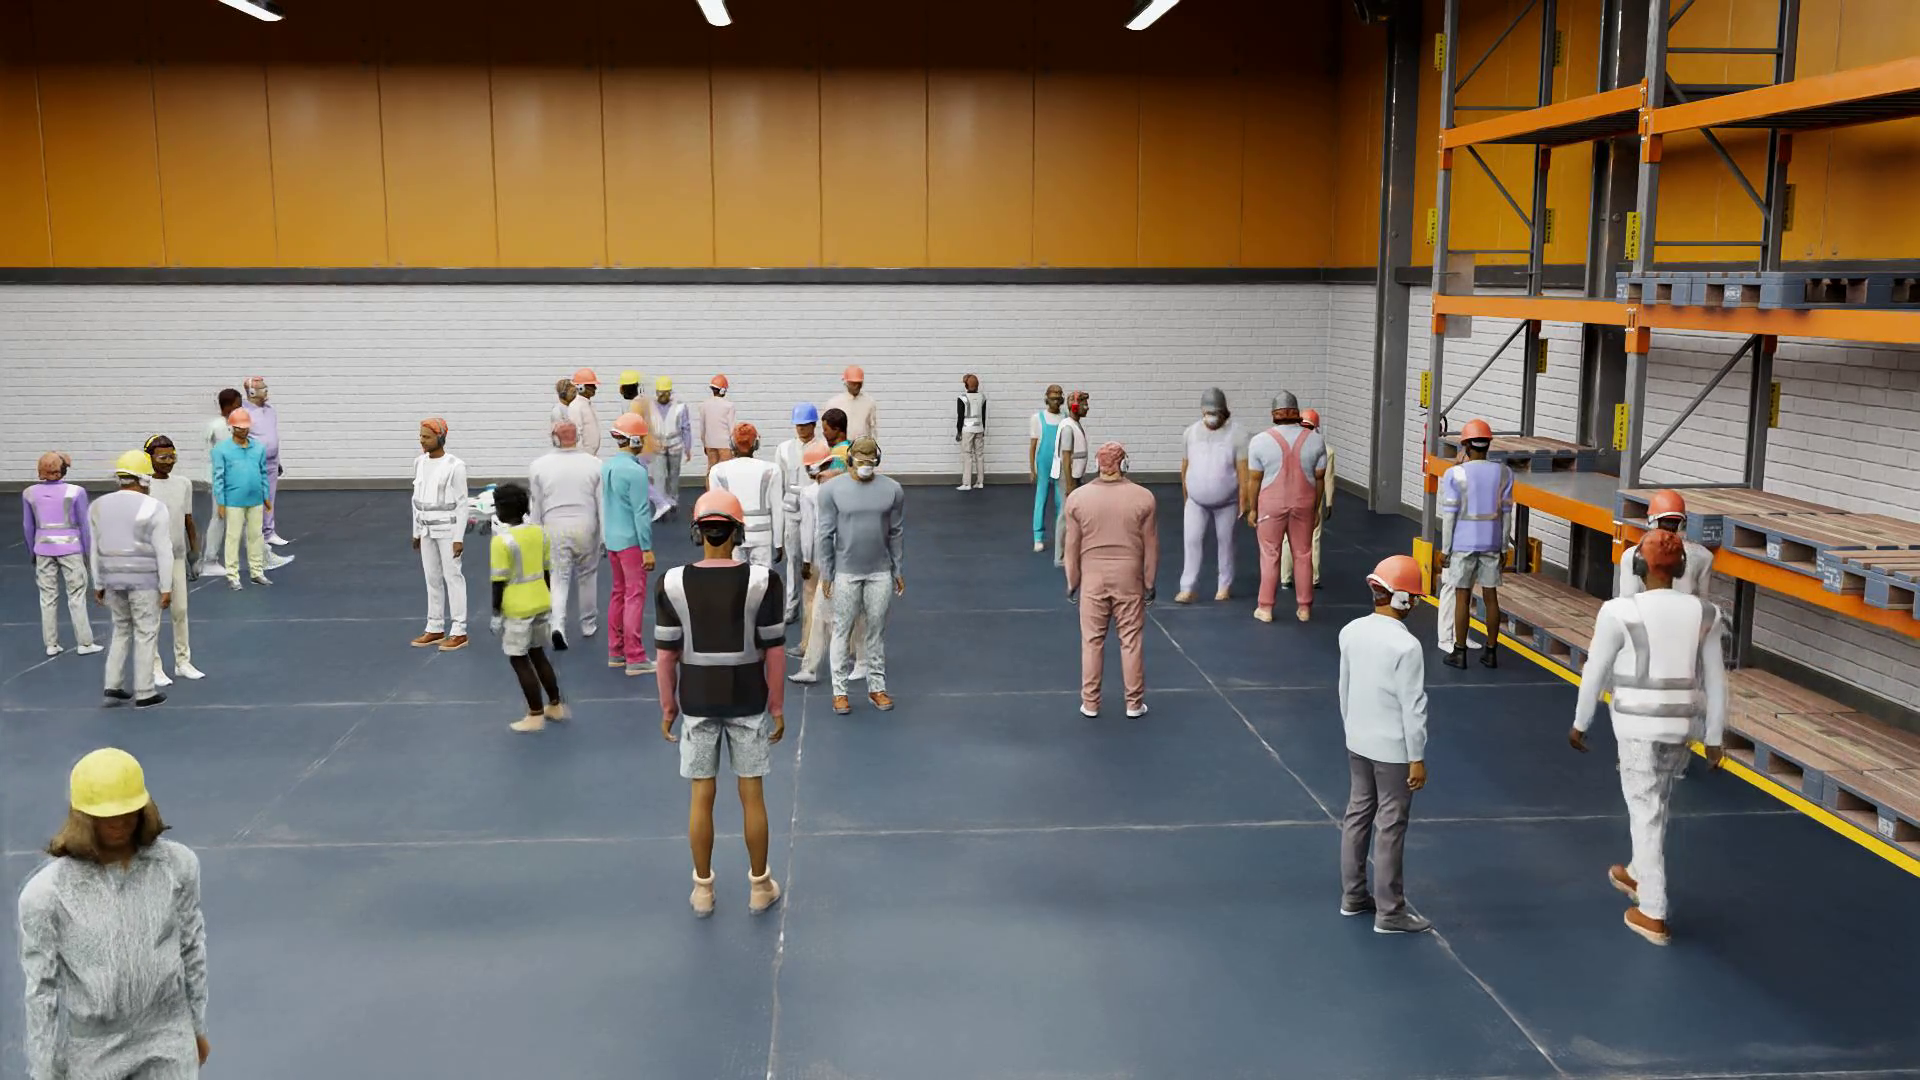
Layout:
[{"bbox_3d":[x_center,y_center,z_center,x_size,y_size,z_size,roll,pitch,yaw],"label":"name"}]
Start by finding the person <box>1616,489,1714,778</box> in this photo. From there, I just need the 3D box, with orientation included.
[{"bbox_3d":[4.200,0.567,9.993,0.564,1.752,0.339,0,9,-2],"label":"person"}]

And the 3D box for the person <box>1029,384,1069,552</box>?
[{"bbox_3d":[1.012,-0.787,18.214,0.515,1.842,0.328,-2,9,-11],"label":"person"}]

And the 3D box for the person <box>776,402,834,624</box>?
[{"bbox_3d":[-1.312,-0.225,14.357,0.608,1.946,0.406,2,9,10],"label":"person"}]

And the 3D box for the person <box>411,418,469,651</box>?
[{"bbox_3d":[-4.217,-0.047,13.454,0.575,1.882,0.355,5,10,30],"label":"person"}]

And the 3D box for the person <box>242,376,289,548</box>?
[{"bbox_3d":[-7.758,-0.855,18.449,0.409,1.907,0.651,3,9,17],"label":"person"}]

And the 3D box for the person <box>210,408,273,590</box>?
[{"bbox_3d":[-6.917,-0.401,16.077,0.337,1.748,0.575,7,11,36],"label":"person"}]

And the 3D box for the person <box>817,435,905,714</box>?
[{"bbox_3d":[-0.675,0.233,11.532,0.627,1.934,0.372,-3,10,-20],"label":"person"}]

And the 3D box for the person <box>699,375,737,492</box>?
[{"bbox_3d":[-3.076,-1.245,21.371,0.563,1.751,0.330,5,10,27],"label":"person"}]

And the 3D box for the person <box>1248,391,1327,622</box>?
[{"bbox_3d":[2.832,-0.305,14.572,0.682,2.000,0.536,0,9,-2],"label":"person"}]

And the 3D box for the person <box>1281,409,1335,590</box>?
[{"bbox_3d":[3.327,-0.386,16.011,0.562,1.743,0.346,4,10,21],"label":"person"}]

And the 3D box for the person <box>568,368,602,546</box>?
[{"bbox_3d":[-4.178,-0.919,18.569,0.383,1.996,0.609,0,9,1],"label":"person"}]

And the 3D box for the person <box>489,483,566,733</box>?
[{"bbox_3d":[-2.884,0.453,10.965,0.327,1.679,0.566,4,10,21],"label":"person"}]

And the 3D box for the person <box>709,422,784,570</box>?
[{"bbox_3d":[-1.666,0.016,13.039,0.575,1.887,0.360,0,9,-2],"label":"person"}]

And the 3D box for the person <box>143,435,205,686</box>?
[{"bbox_3d":[-5.881,0.149,12.310,0.328,1.861,0.502,7,12,39],"label":"person"}]

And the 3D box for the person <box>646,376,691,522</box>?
[{"bbox_3d":[-3.648,-1.143,20.656,0.598,1.790,0.950,-2,9,-10],"label":"person"}]

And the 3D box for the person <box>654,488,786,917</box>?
[{"bbox_3d":[-1.122,0.768,7.864,0.609,2.033,0.406,0,9,-2],"label":"person"}]

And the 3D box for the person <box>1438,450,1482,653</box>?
[{"bbox_3d":[4.044,0.088,13.361,0.525,1.639,0.307,-8,12,-42],"label":"person"}]

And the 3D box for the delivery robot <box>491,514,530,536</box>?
[{"bbox_3d":[-4.796,-0.142,17.897,0.477,0.478,0.707,-5,10,-30],"label":"delivery robot"}]

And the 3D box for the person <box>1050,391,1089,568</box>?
[{"bbox_3d":[1.136,-0.619,17.200,0.384,1.838,0.565,2,9,15],"label":"person"}]

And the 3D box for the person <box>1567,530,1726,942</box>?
[{"bbox_3d":[3.184,0.867,7.795,0.593,1.849,0.848,-1,9,-8],"label":"person"}]

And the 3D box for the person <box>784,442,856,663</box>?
[{"bbox_3d":[-1.063,0.098,13.042,0.589,1.722,0.575,9,12,43],"label":"person"}]

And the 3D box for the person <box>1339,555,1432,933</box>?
[{"bbox_3d":[1.985,0.934,7.714,0.336,1.744,0.563,-4,10,-23],"label":"person"}]

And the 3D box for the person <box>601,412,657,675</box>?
[{"bbox_3d":[-2.513,0.022,12.707,0.406,1.986,0.619,-6,11,-35],"label":"person"}]

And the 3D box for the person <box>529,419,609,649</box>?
[{"bbox_3d":[-3.181,-0.065,13.615,0.657,1.865,0.887,-1,9,-9],"label":"person"}]

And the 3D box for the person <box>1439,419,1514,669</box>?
[{"bbox_3d":[3.952,0.035,12.796,0.547,1.926,0.389,0,9,-2],"label":"person"}]

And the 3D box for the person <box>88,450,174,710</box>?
[{"bbox_3d":[-5.770,0.281,11.662,0.601,1.807,0.453,1,9,7],"label":"person"}]

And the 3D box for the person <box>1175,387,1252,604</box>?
[{"bbox_3d":[2.303,-0.409,15.227,0.701,2.000,0.917,4,10,24],"label":"person"}]

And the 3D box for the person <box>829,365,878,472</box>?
[{"bbox_3d":[-1.245,-1.058,19.480,0.625,1.978,0.434,-3,10,-20],"label":"person"}]

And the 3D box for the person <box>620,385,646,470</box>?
[{"bbox_3d":[-4.507,-1.421,22.856,0.268,1.632,0.506,3,9,17],"label":"person"}]

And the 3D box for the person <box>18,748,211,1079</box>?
[{"bbox_3d":[-2.422,1.412,4.790,0.486,1.723,0.612,-9,12,-43],"label":"person"}]

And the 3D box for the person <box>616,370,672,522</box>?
[{"bbox_3d":[-3.830,-1.093,19.958,0.545,1.905,0.628,-1,9,-7],"label":"person"}]

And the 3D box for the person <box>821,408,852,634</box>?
[{"bbox_3d":[-0.992,-0.160,14.066,0.392,1.914,0.588,1,9,3],"label":"person"}]

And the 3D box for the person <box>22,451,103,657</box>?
[{"bbox_3d":[-7.136,0.114,13.191,0.515,1.641,0.315,0,9,-2],"label":"person"}]

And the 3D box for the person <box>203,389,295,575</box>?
[{"bbox_3d":[-7.255,-0.575,16.780,0.896,1.883,0.596,-1,9,-8],"label":"person"}]

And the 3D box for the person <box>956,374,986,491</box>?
[{"bbox_3d":[0.161,-1.512,23.396,0.514,1.645,0.305,-8,12,-40],"label":"person"}]

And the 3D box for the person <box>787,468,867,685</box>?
[{"bbox_3d":[-0.937,0.287,12.220,0.521,1.603,0.799,6,11,34],"label":"person"}]

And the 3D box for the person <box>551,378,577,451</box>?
[{"bbox_3d":[-4.522,-0.937,19.157,0.346,1.846,0.507,0,9,1],"label":"person"}]

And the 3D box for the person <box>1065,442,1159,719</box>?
[{"bbox_3d":[1.036,0.279,11.352,0.636,1.902,0.404,1,9,8],"label":"person"}]
